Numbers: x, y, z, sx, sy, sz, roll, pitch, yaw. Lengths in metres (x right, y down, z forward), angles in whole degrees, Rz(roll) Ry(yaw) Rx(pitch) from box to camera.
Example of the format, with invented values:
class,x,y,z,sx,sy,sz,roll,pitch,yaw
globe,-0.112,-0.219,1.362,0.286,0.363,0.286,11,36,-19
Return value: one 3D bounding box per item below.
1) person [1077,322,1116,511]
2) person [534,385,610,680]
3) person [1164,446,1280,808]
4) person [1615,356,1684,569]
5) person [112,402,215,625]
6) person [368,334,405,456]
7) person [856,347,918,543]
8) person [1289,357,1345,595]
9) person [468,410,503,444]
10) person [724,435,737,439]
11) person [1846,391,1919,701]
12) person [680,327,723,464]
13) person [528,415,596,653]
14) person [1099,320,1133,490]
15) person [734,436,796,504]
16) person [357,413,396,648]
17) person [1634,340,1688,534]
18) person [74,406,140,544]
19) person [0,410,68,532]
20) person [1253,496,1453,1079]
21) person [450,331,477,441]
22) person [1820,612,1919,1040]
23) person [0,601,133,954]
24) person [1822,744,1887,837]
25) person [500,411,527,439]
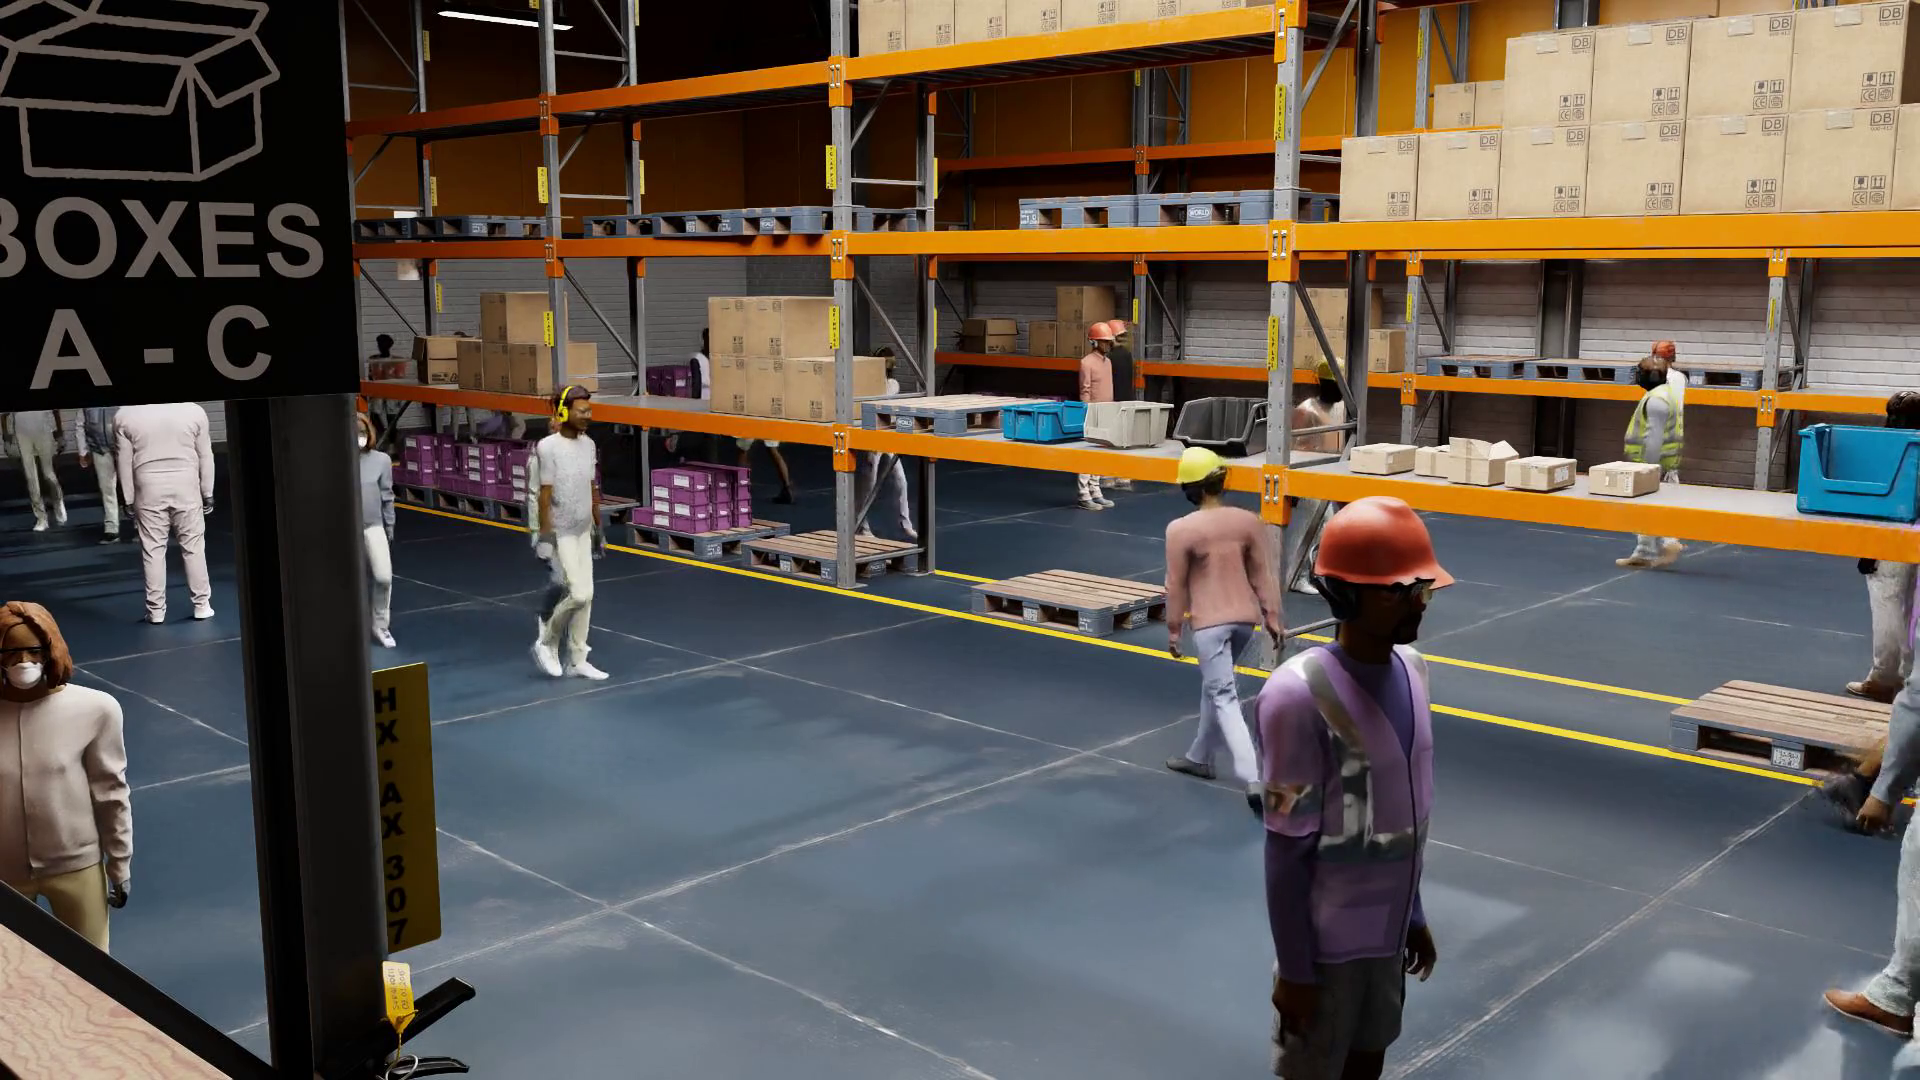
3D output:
class,x,y,z,sx,sy,sz,roll,pitch,yaw
person,1.468,-1.315,17.716,0.395,1.993,0.614,5,11,30
person,-2.388,-0.030,10.275,0.416,1.852,0.546,4,10,26
person,1.294,0.406,8.046,0.561,1.708,0.860,-5,11,-28
person,5.843,-0.638,14.063,0.445,1.831,0.651,4,10,26
person,-5.724,-0.341,12.013,0.643,1.909,0.410,-5,10,-26
person,-7.833,-1.970,22.691,0.552,1.675,0.366,1,9,8
person,-0.664,-0.863,15.436,0.883,1.832,0.559,8,12,41
person,2.877,-0.459,12.782,0.612,1.879,0.952,-7,12,-37
person,-6.334,-2.053,22.580,0.584,1.888,0.641,-2,10,-14
person,-3.400,-2.497,25.167,0.367,1.926,0.594,-6,11,-33
person,5.582,0.034,9.910,0.629,1.842,0.429,-5,10,-26
person,-3.025,-1.574,19.623,0.660,1.895,0.591,4,10,25
person,-2.628,-0.039,11.070,0.374,1.605,0.525,9,13,44
person,1.749,-1.555,19.252,0.608,1.974,0.623,7,11,36
person,-2.224,-1.323,18.130,1.011,1.887,0.550,5,11,30
person,-4.004,-0.043,11.095,0.505,1.618,0.437,-6,11,-32
person,6.726,-0.970,15.945,0.576,1.881,0.354,-7,12,-38
person,-7.894,-0.866,15.479,0.617,1.824,0.403,-1,9,-8
person,-9.046,-0.997,16.232,0.547,1.845,0.406,-3,10,-15
person,0.941,0.908,3.931,0.379,2.045,0.605,9,13,43
person,-7.454,-2.298,24.860,0.516,1.633,0.315,-3,10,-15
person,3.214,0.785,5.160,0.639,1.904,0.978,-6,11,-31
person,-2.665,0.973,4.822,0.497,1.629,0.276,-4,10,-24
person,4.271,0.456,7.187,0.543,1.900,0.937,-8,12,-41
person,-5.867,-1.778,21.710,0.373,1.622,0.512,-4,10,-24
